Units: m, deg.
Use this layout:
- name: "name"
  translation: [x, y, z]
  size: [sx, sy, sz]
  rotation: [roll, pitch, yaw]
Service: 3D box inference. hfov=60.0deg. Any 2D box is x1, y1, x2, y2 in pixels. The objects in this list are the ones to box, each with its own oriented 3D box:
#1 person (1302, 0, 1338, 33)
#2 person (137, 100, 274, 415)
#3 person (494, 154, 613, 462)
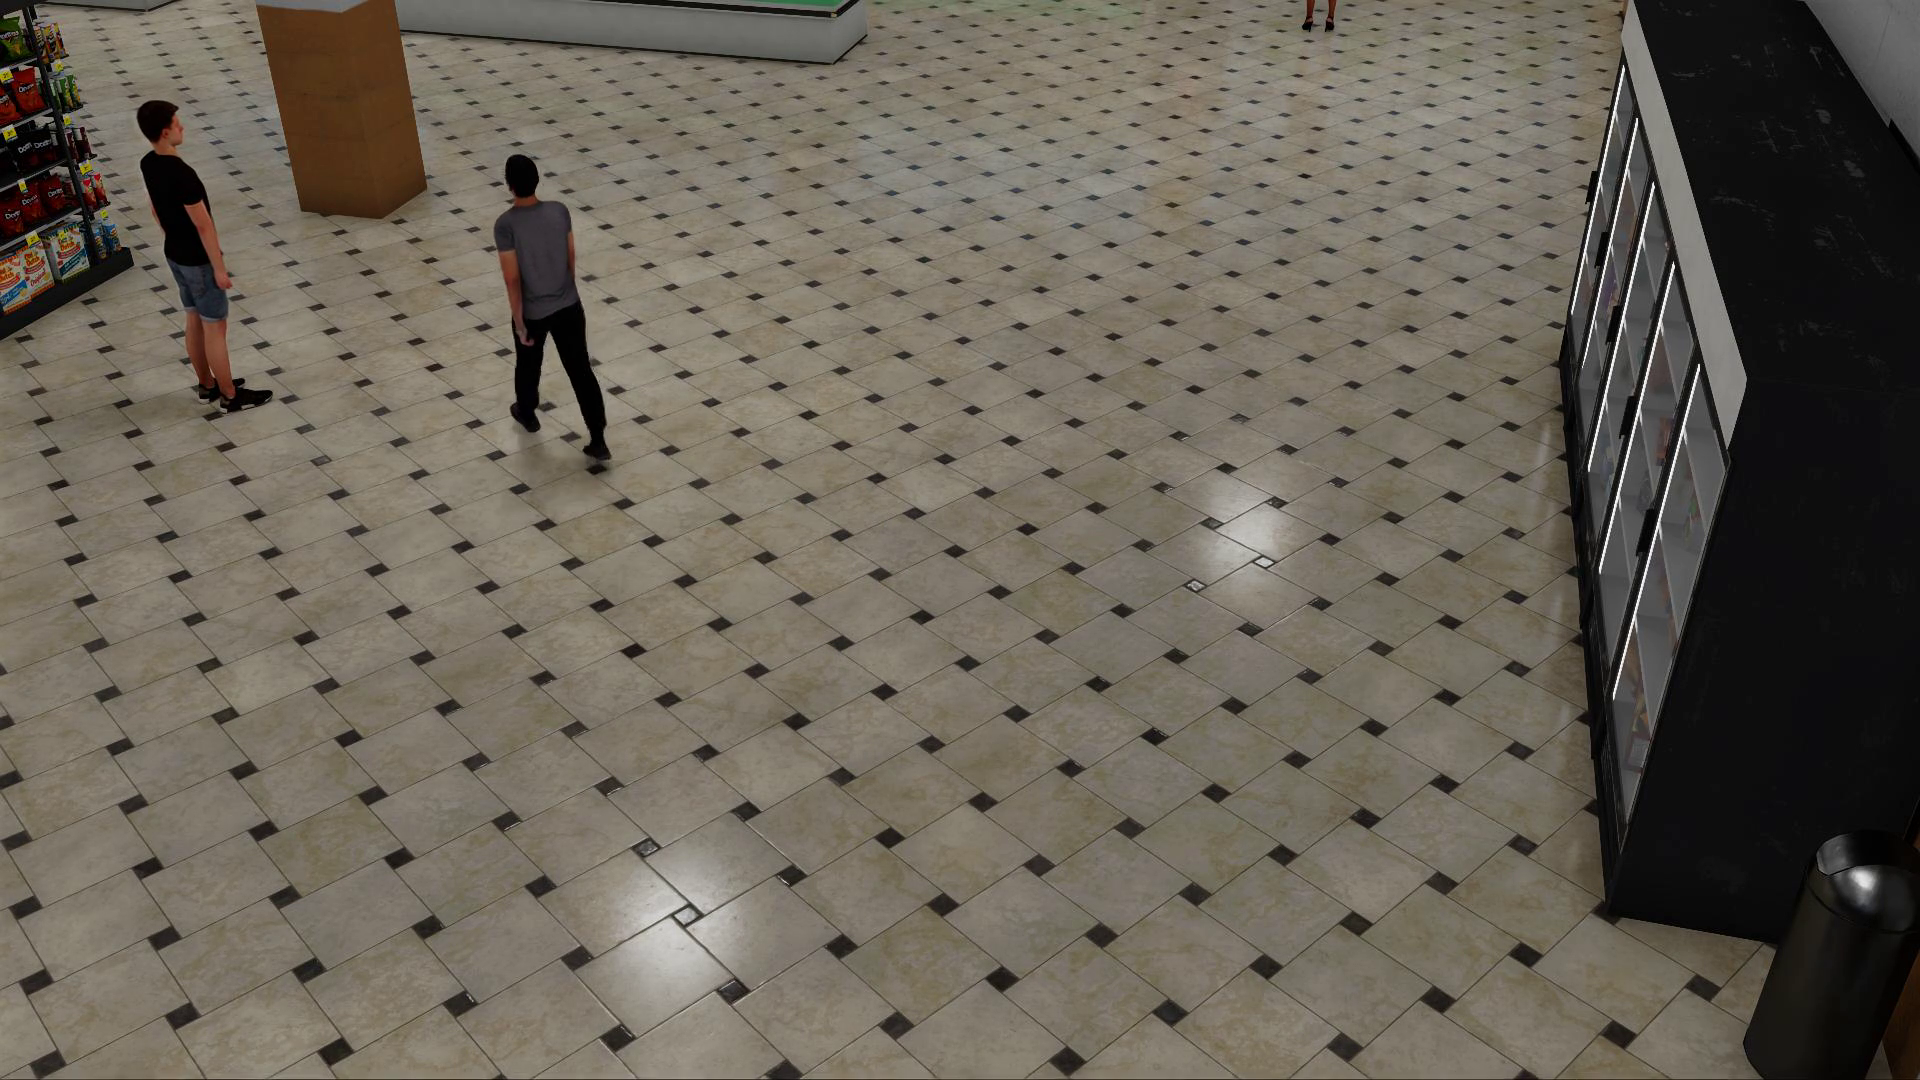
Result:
- name: "person"
  translation: [3.701, -6.032, 16.833]
  size: [0.510, 1.712, 0.661]
  rotation: [4, 32, 6]
- name: "person"
  translation: [-4.452, -1.636, 9.641]
  size: [0.658, 1.846, 0.798]
  rotation: [23, 39, 32]
- name: "person"
  translation: [-2.212, -1.223, 9.104]
  size: [1.106, 1.713, 1.204]
  rotation: [-19, 37, -28]
